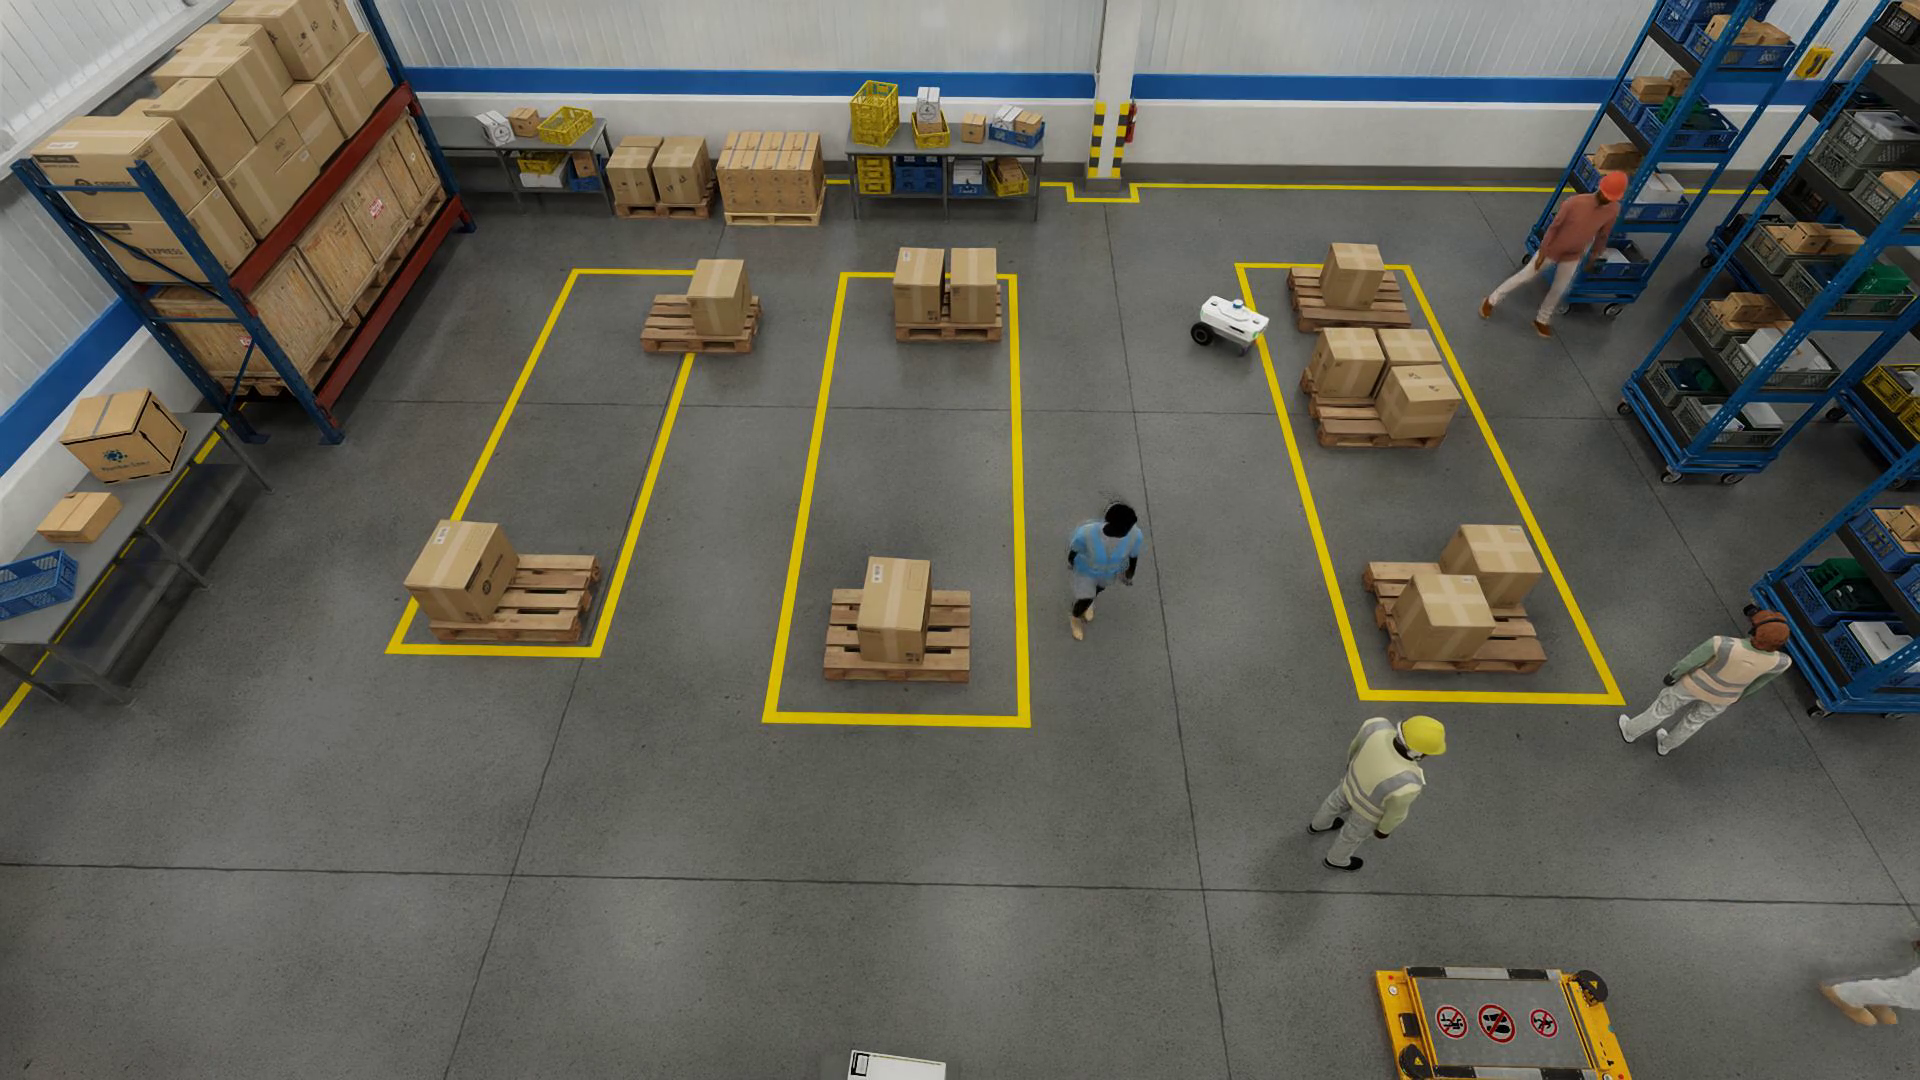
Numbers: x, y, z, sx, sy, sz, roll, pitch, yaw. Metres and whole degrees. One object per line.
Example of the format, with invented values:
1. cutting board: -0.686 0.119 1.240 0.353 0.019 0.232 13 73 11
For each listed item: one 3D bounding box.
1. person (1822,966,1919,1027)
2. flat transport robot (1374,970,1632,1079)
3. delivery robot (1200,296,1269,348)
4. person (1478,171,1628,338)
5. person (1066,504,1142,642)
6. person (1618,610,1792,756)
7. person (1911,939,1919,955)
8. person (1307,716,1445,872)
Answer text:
1. person: 5.921 2.608 5.363 0.683 1.802 0.515 -28 56 -21
2. flat transport robot: 3.501 3.133 5.914 1.431 0.197 0.652 1 51 1
3. delivery robot: 3.053 -2.454 10.228 0.707 0.478 0.477 32 58 23
4. person: 6.485 -3.141 9.951 0.848 1.961 0.600 7 51 6
5. person: 1.134 0.208 7.397 0.549 1.657 0.565 -7 51 -5
6. person: 5.466 1.078 6.718 0.514 1.634 0.313 19 53 15
7. person: 6.822 2.232 5.591 0.624 1.931 0.377 -23 55 -18
8. person: 2.753 1.678 6.106 0.403 1.823 0.586 -6 51 -5
